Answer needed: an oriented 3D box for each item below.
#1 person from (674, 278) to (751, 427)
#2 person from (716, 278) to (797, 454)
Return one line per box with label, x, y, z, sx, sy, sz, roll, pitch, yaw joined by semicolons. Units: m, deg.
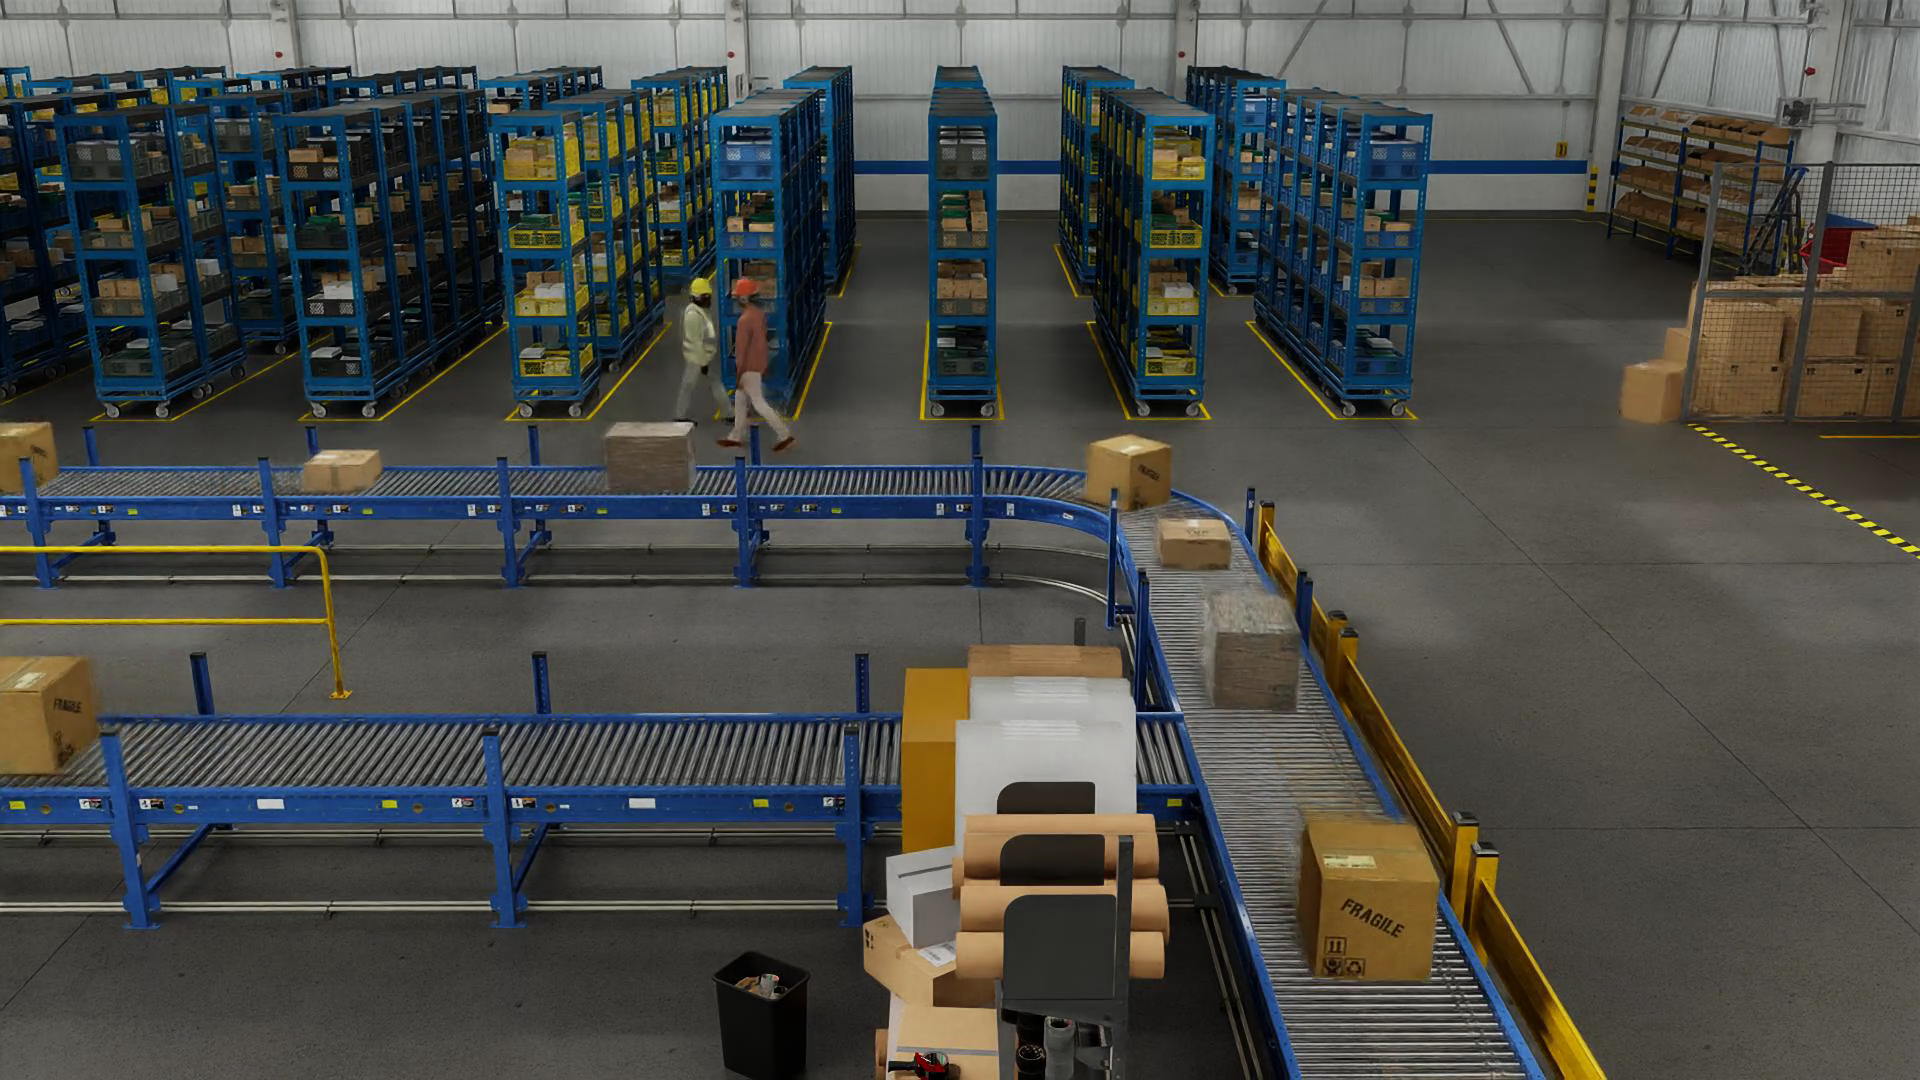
person;-2.969;-2.169;19.429;0.943;1.777;0.613;2;18;6
person;-2.265;-1.922;18.403;0.973;1.958;0.623;4;18;13
